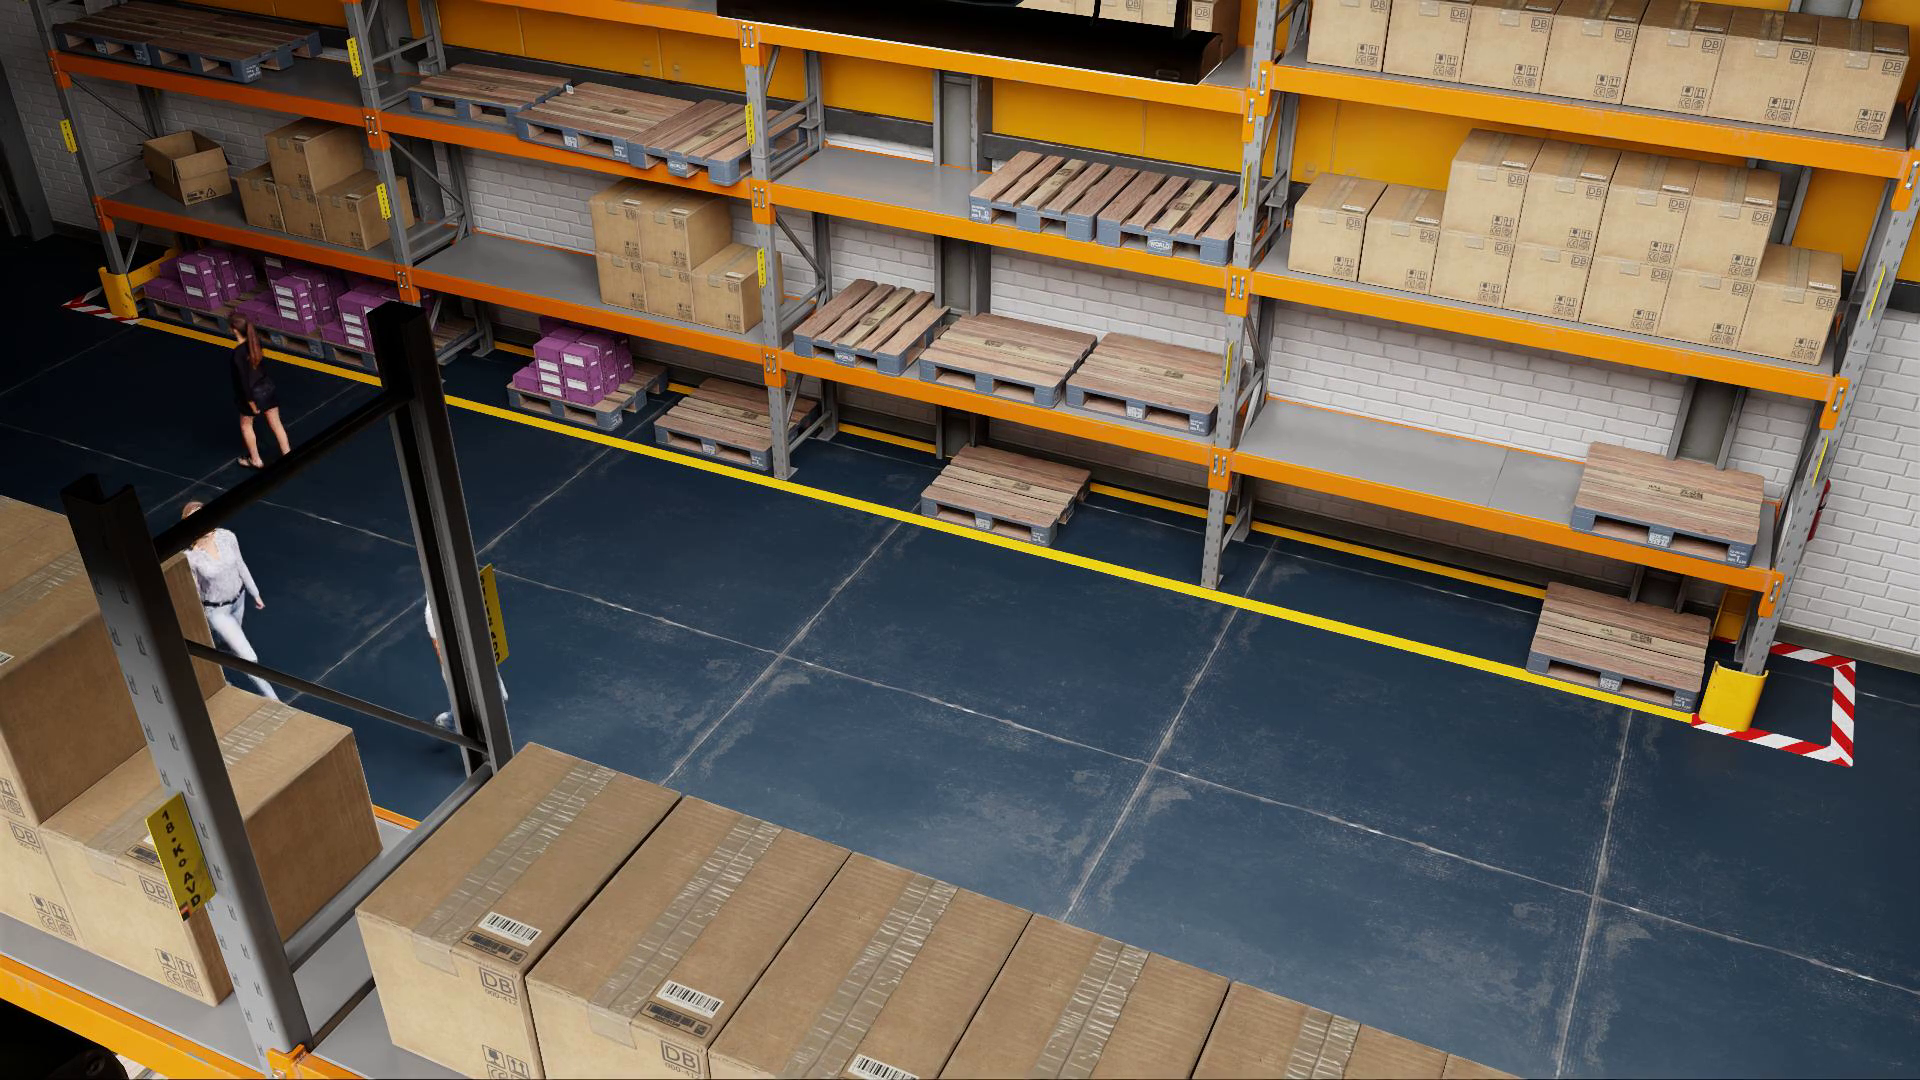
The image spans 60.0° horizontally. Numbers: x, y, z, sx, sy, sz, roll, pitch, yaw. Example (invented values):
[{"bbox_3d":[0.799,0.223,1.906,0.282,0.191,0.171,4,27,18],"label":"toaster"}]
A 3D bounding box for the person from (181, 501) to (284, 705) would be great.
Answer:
[{"bbox_3d":[-5.248,0.480,11.782,1.165,1.749,0.672,18,38,25],"label":"person"}]

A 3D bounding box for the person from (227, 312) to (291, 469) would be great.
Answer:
[{"bbox_3d":[-6.112,-1.283,14.627,0.766,1.535,0.535,14,36,20],"label":"person"}]
